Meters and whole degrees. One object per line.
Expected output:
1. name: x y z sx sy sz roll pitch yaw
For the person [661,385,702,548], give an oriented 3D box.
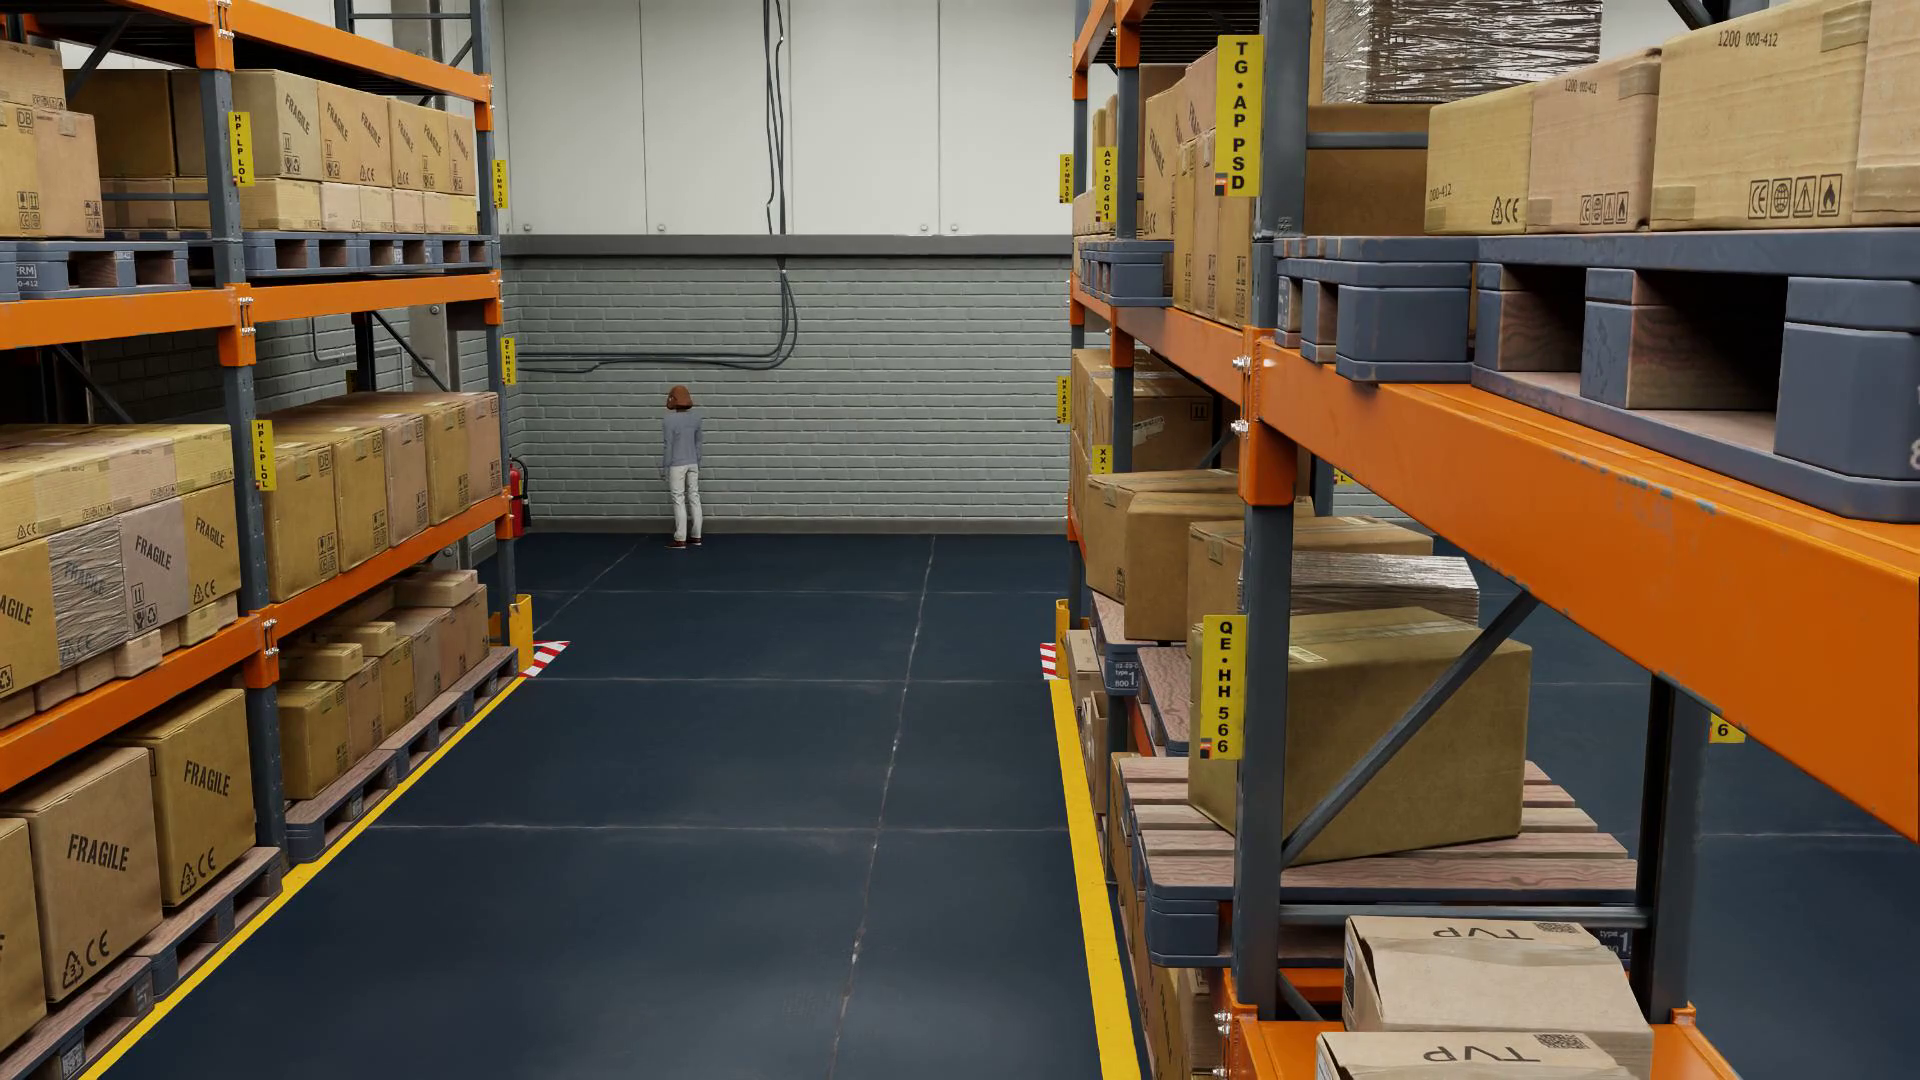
1. person: -2.788 -0.733 16.691 0.276 1.633 0.507 8 13 37
